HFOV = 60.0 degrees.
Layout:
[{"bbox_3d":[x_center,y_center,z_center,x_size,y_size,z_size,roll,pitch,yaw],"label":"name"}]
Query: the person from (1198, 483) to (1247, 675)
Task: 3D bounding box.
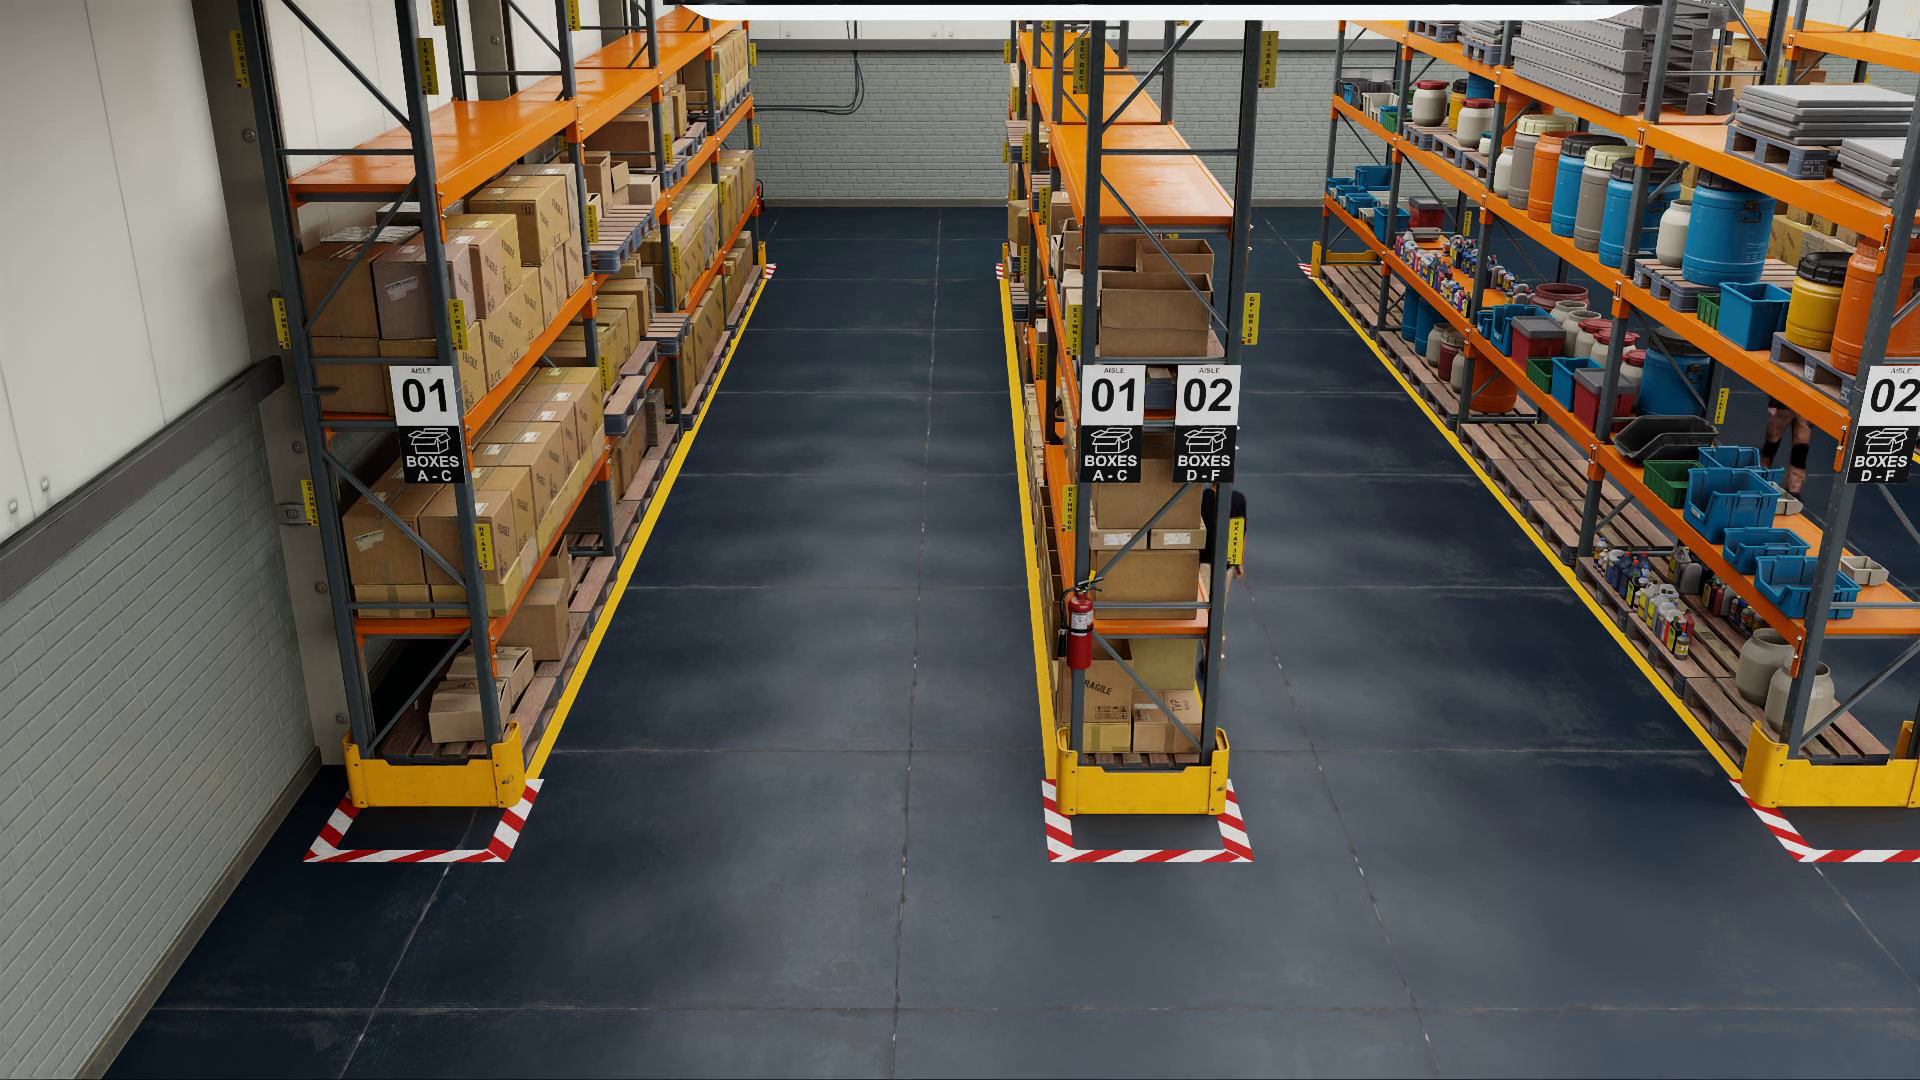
[{"bbox_3d":[2.021,0.230,13.234,0.679,1.814,1.108,-1,22,-2],"label":"person"}]
